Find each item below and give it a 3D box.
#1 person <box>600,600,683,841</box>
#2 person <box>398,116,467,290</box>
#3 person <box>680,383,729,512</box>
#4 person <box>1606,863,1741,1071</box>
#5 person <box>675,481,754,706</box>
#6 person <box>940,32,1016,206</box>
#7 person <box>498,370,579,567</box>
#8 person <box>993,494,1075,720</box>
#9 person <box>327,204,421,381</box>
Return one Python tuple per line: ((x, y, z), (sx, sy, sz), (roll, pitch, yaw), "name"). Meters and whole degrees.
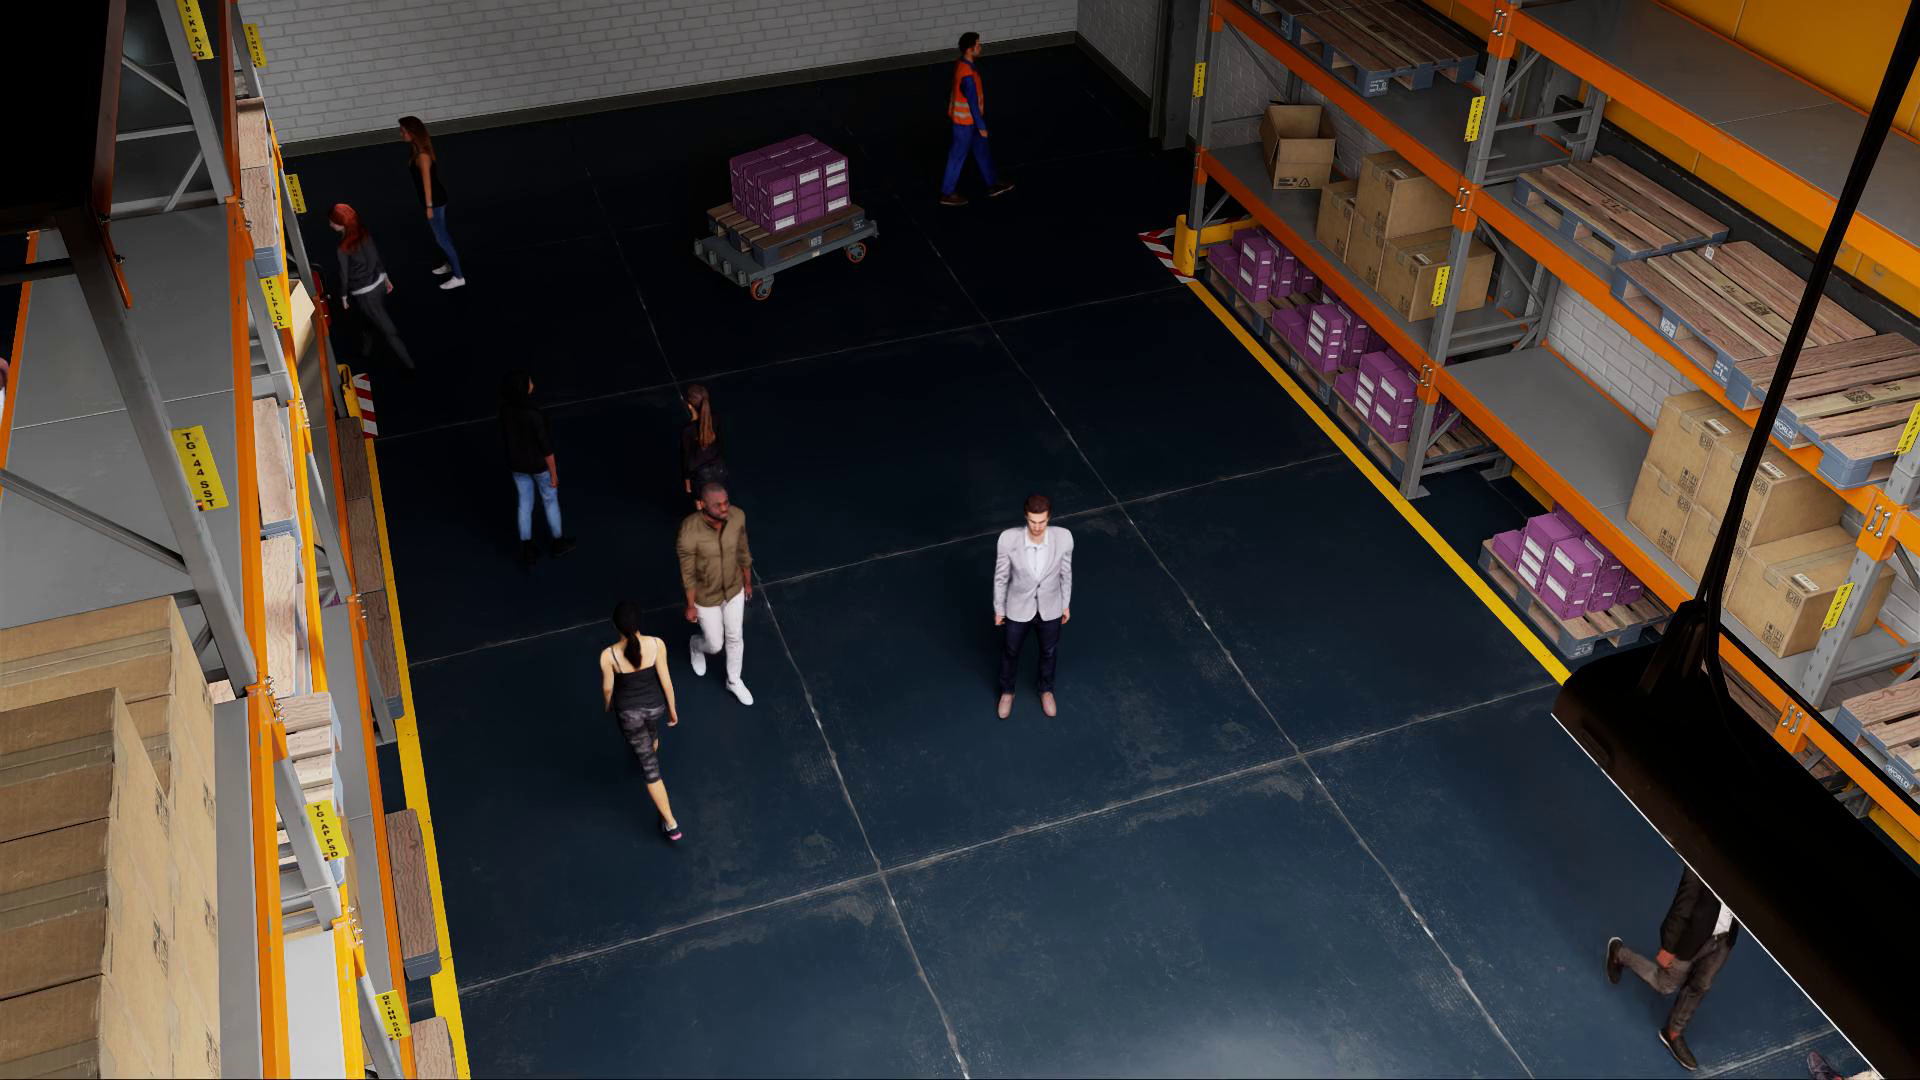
((-1.966, 1.151, 10.376), (0.681, 1.676, 1.173), (-19, 42, -22), "person")
((-5.016, -3.234, 15.834), (0.636, 1.718, 0.466), (-15, 41, -18), "person")
((-1.903, -0.517, 12.560), (0.579, 1.556, 0.611), (-25, 45, -28), "person")
((3.974, 2.096, 9.105), (0.670, 1.784, 0.973), (-13, 40, -15), "person")
((-1.699, 0.319, 11.308), (0.859, 1.812, 0.937), (-26, 46, -29), "person")
((-0.018, -4.285, 17.056), (0.970, 1.834, 1.078), (-1, 39, -1), "person")
((-3.222, -0.538, 12.463), (0.730, 1.712, 0.794), (10, 40, 12), "person")
((0.495, 0.425, 11.148), (0.742, 1.848, 0.674), (-1, 39, -2), "person")
((-5.034, -2.096, 14.396), (1.058, 1.733, 1.071), (13, 40, 16), "person")
